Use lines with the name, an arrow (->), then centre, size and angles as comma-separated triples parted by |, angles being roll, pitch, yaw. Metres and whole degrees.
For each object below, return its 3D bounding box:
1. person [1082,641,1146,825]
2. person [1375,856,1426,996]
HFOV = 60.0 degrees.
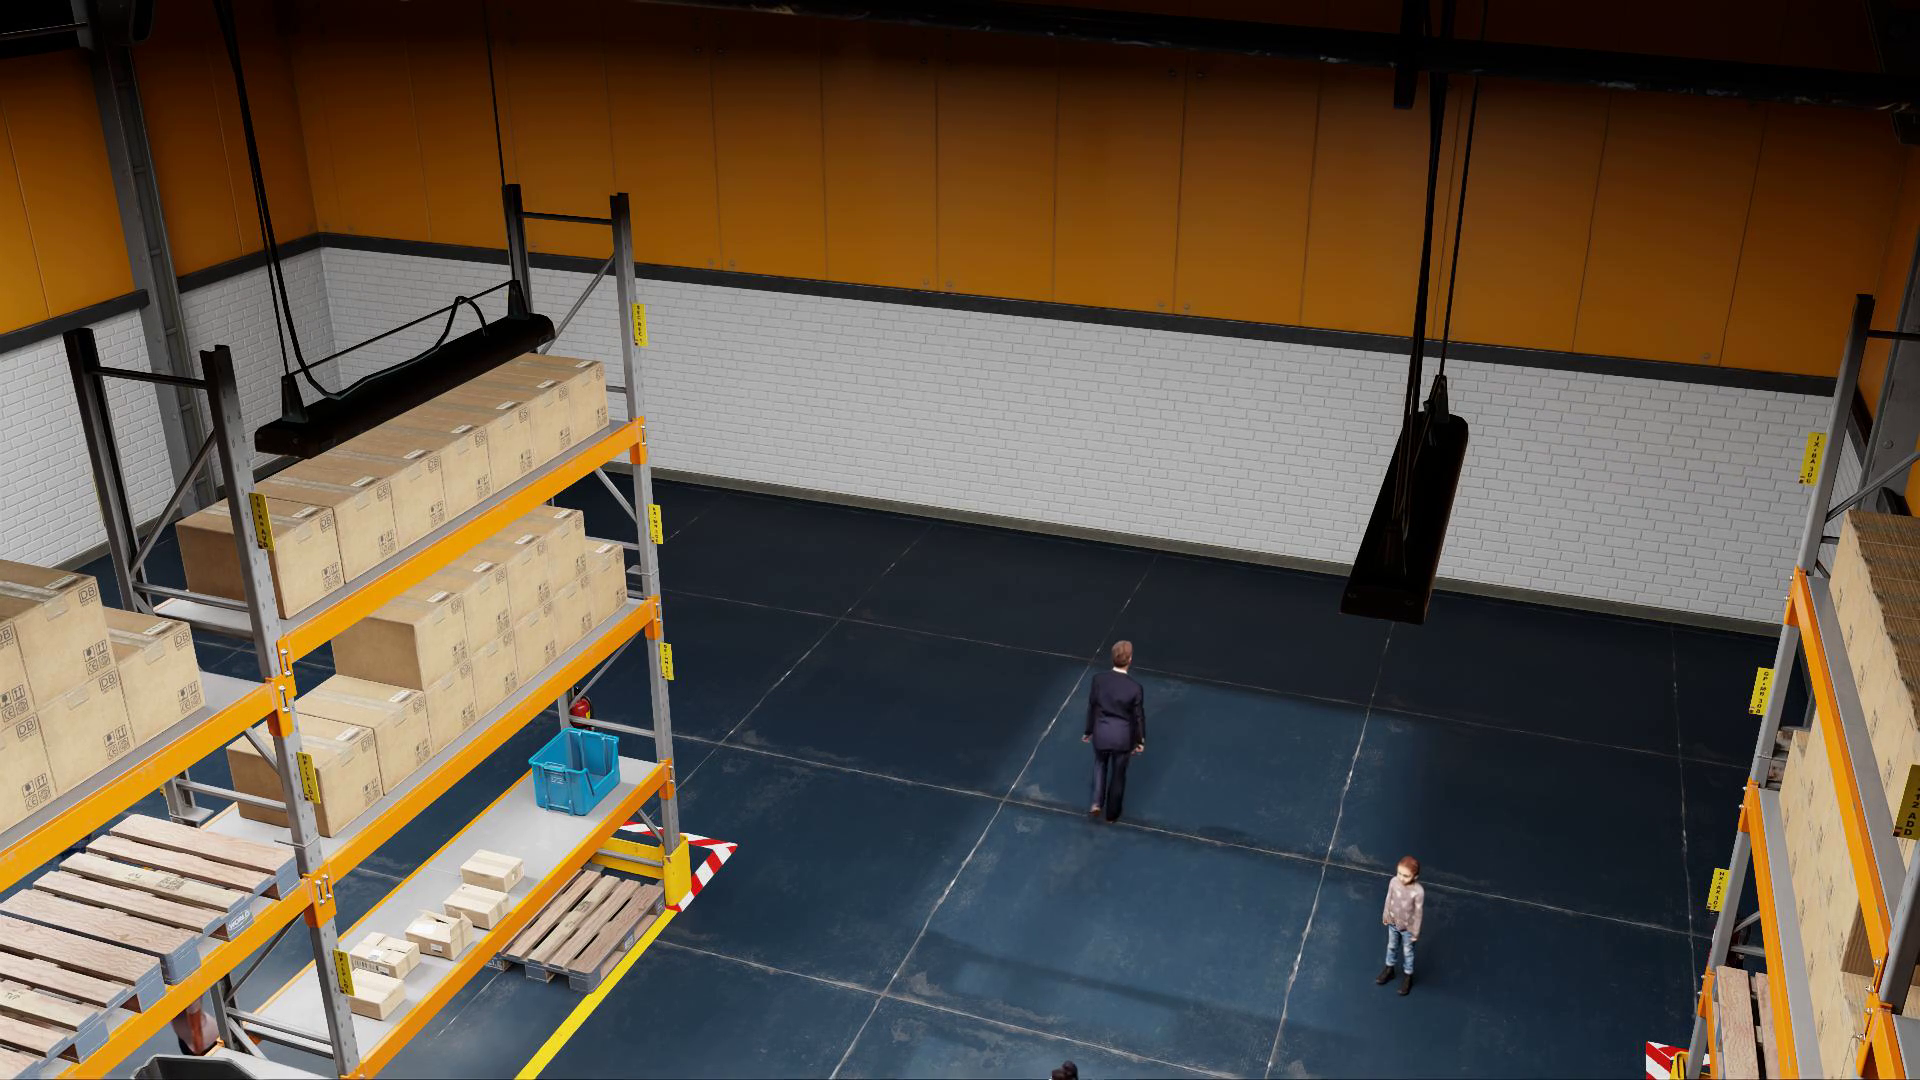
person -> 1.348, 1.770, 14.943 | 0.738, 1.804, 0.695 | 10, 25, 21
person -> 3.464, 2.969, 12.963 | 0.560, 1.193, 0.540 | -22, 32, -40
